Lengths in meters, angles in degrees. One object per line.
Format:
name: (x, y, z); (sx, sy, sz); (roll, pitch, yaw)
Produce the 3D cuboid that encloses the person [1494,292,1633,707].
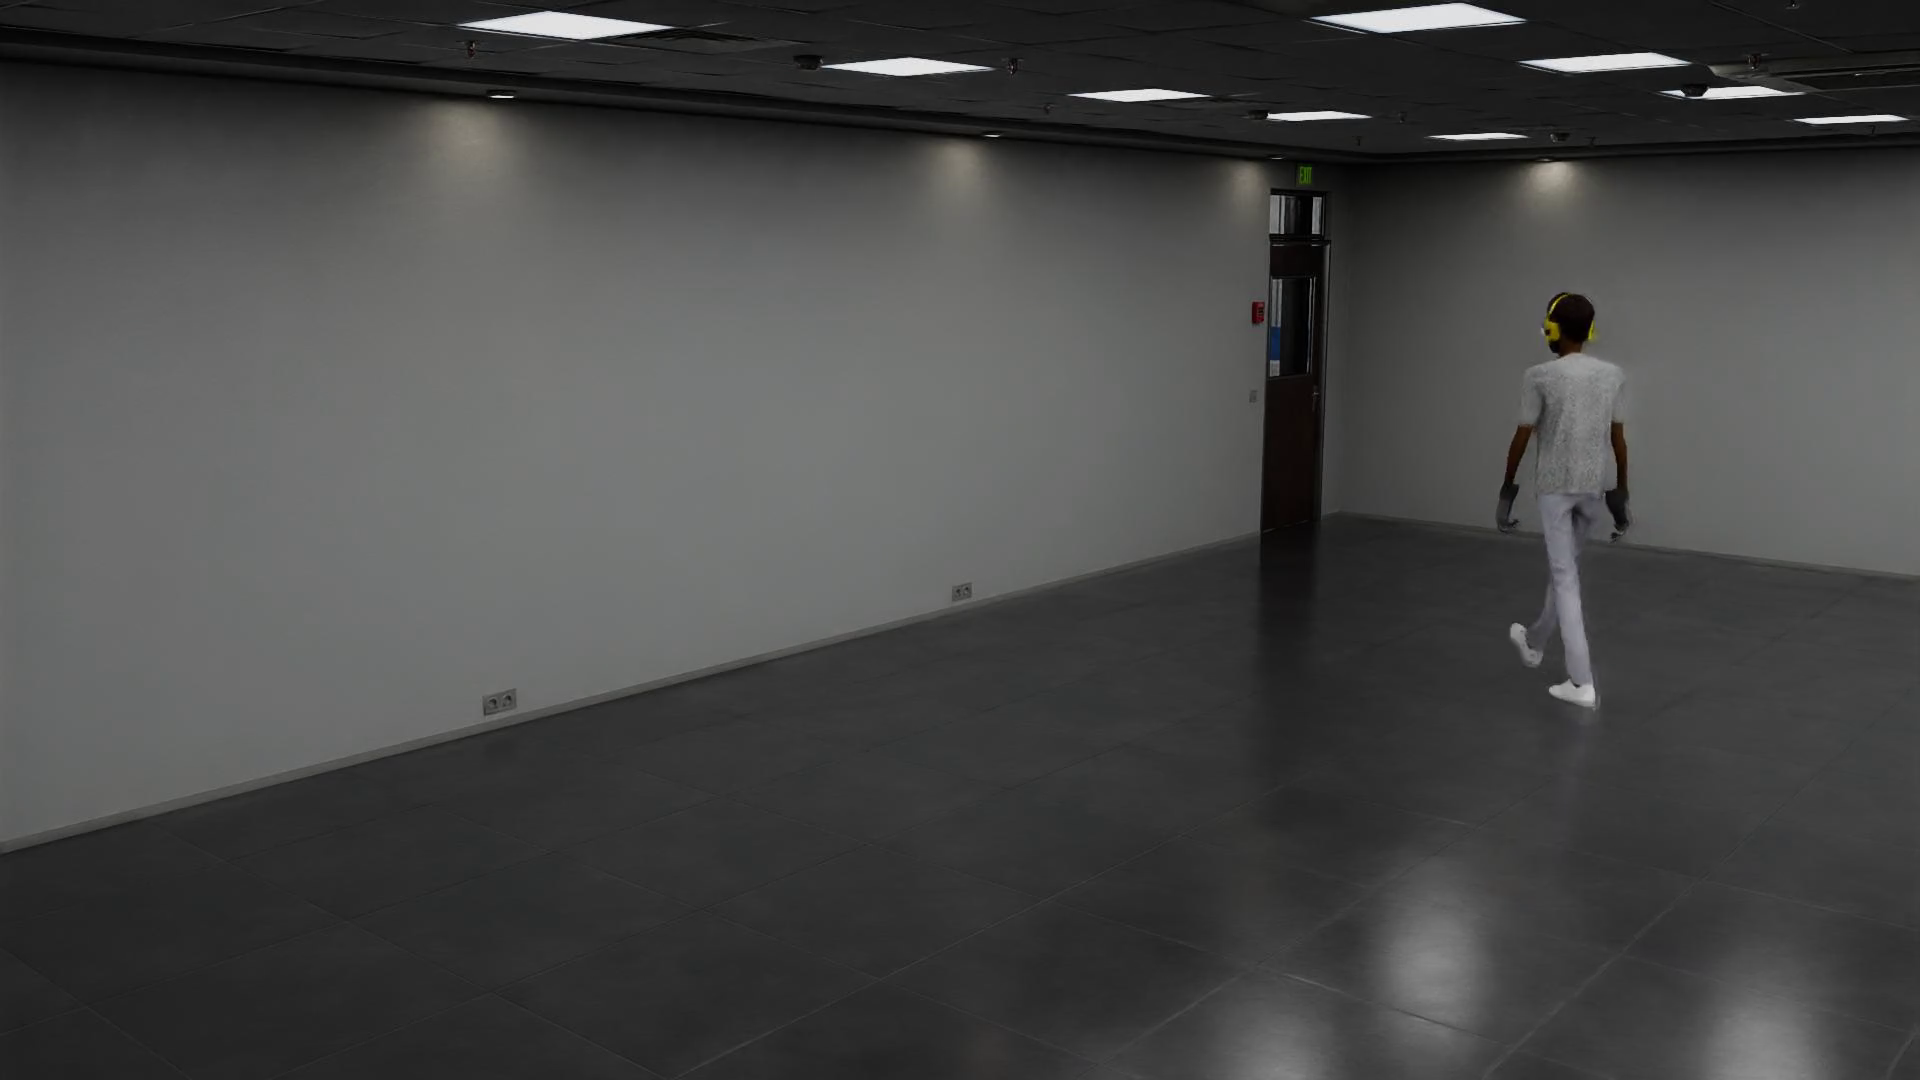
person: (2.728, -0.210, 7.615); (0.522, 1.813, 0.981); (-2, 10, -11)
